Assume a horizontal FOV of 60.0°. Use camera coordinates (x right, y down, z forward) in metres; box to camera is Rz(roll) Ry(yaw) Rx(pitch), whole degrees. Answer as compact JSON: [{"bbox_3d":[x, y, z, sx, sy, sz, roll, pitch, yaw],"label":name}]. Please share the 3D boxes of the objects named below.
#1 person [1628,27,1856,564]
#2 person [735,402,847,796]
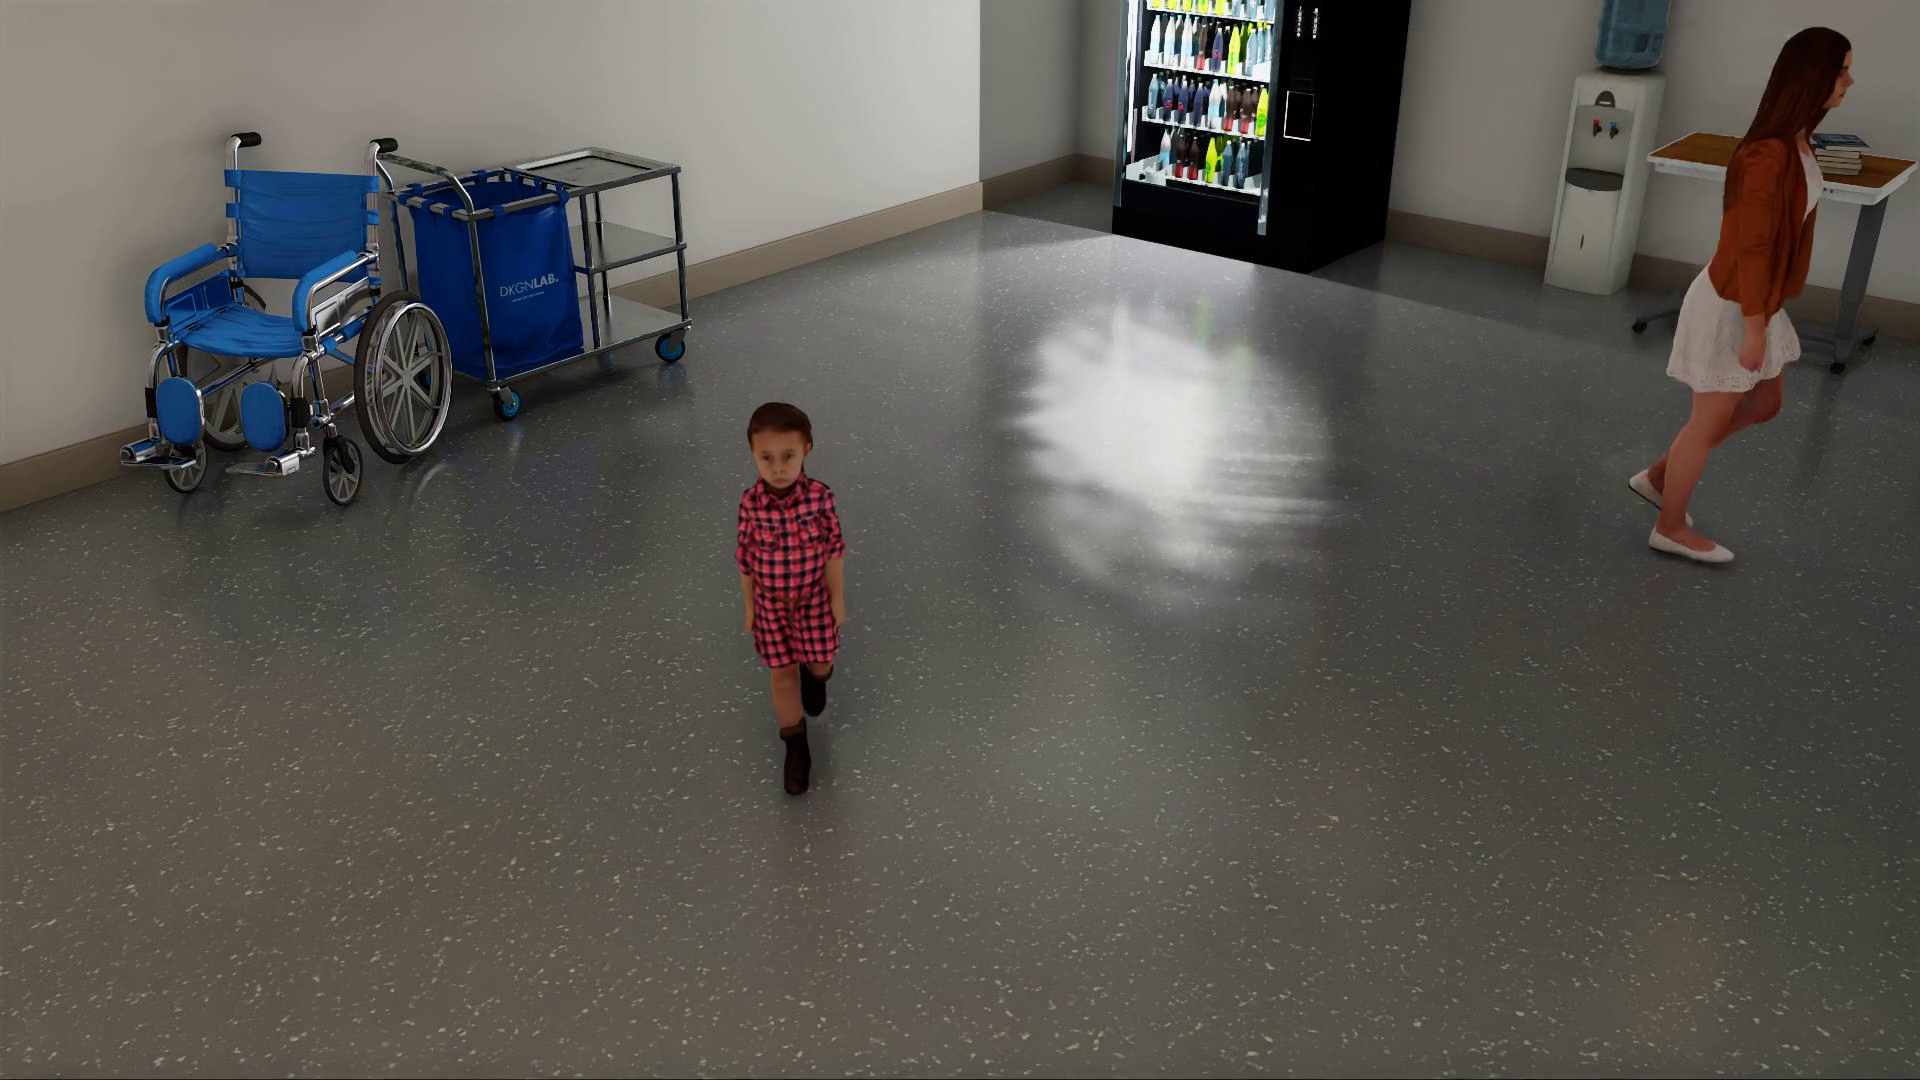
[{"bbox_3d":[2.355,-0.744,5.236,0.694,1.706,0.686,14,29,27],"label":"person"},{"bbox_3d":[-0.419,0.116,4.251,0.648,1.013,0.705,-2,26,-3],"label":"person"}]
